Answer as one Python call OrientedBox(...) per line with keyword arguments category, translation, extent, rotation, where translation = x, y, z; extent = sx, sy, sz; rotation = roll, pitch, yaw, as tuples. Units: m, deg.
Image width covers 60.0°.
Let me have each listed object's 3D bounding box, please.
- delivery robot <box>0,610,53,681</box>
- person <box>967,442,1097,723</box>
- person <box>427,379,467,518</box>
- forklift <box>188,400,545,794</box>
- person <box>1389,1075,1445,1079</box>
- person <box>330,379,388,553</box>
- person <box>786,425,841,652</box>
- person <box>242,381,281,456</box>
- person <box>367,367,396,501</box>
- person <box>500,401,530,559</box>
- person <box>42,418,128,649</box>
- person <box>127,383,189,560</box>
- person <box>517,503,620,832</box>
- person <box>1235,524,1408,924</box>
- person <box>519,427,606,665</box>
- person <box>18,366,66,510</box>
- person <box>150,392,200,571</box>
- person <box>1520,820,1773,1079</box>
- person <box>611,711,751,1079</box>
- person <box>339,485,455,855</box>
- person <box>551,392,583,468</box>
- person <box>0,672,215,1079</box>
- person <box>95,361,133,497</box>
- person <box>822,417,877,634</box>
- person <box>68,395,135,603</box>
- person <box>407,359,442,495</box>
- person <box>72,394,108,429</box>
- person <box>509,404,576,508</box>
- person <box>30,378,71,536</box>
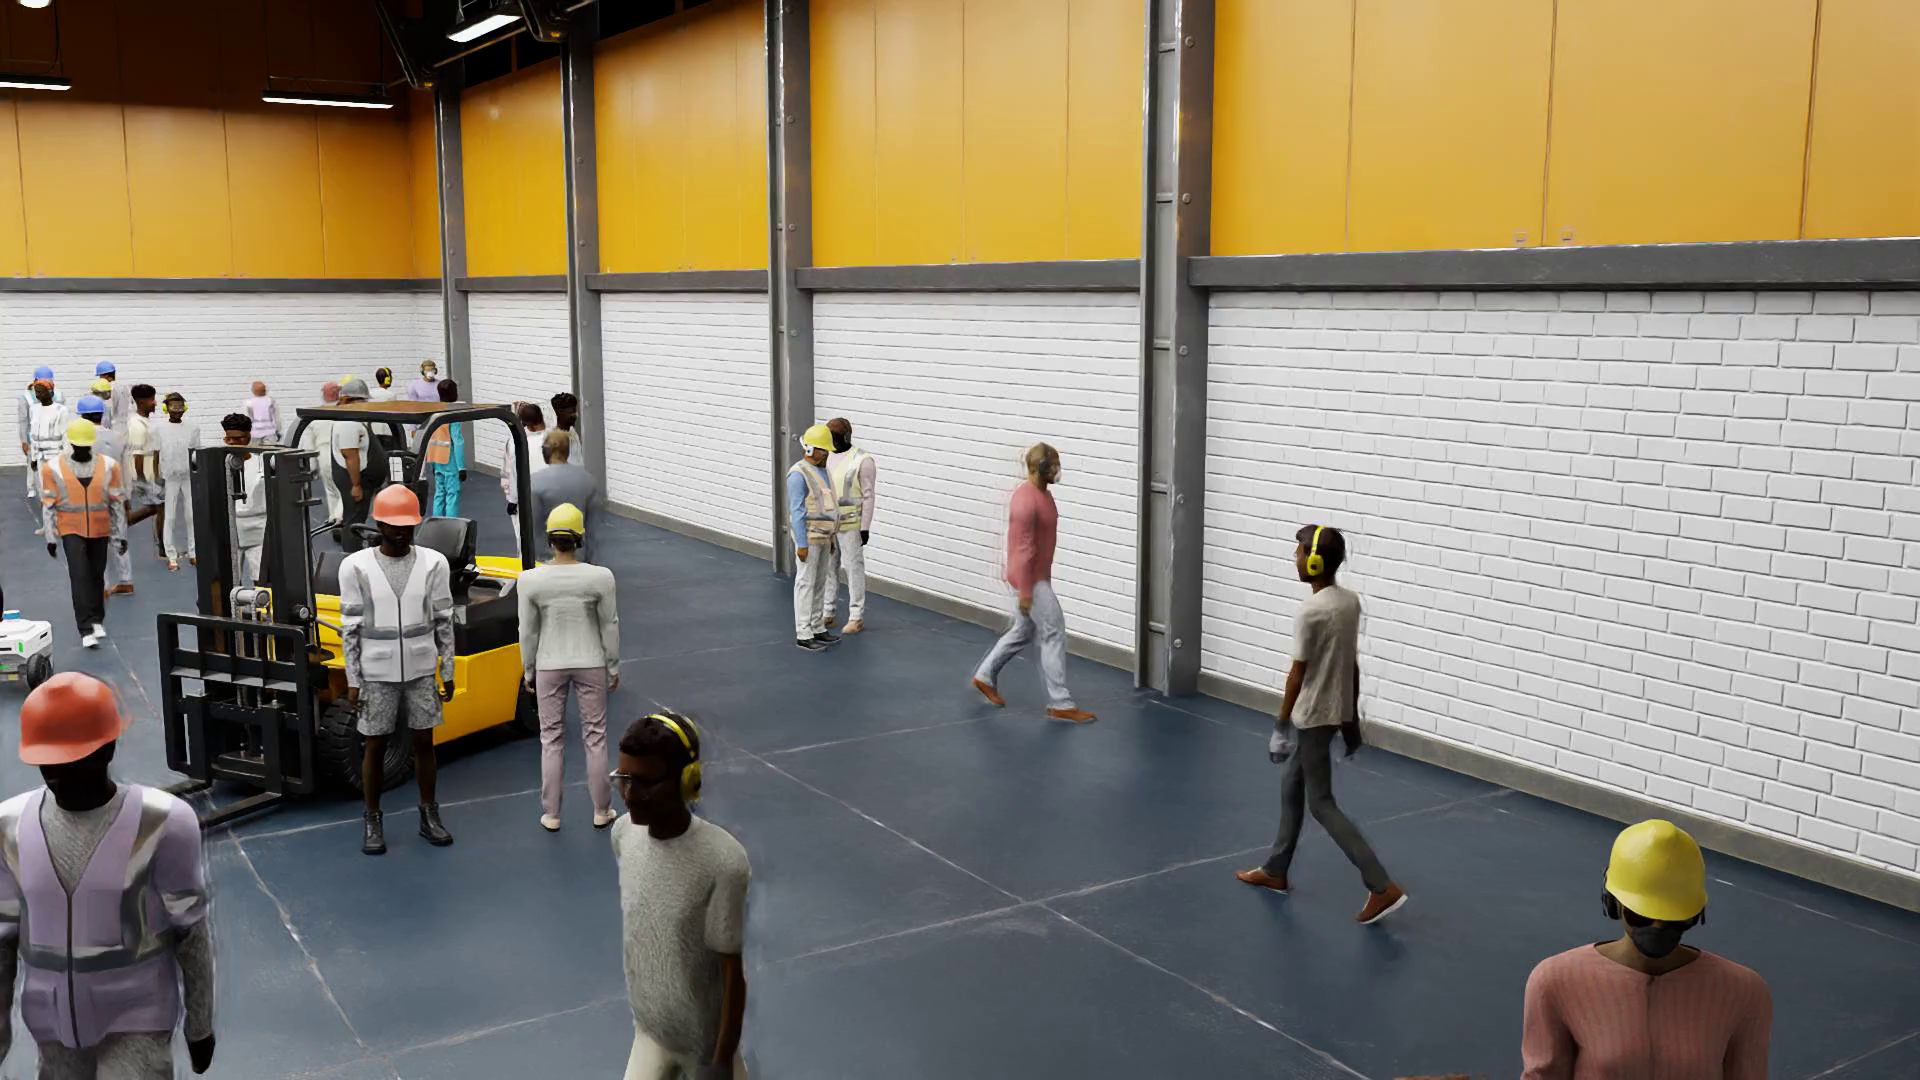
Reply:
OrientedBox(category="delivery robot", translation=(-6.918, 0.758, 12.163), extent=(0.477, 0.478, 0.707), rotation=(-2, 9, -13))
OrientedBox(category="person", translation=(0.458, 0.275, 11.285), extent=(0.945, 1.899, 0.639), rotation=(2, 9, 15))
OrientedBox(category="person", translation=(-5.796, -0.857, 18.790), extent=(0.600, 1.917, 0.376), rotation=(7, 11, 39))
OrientedBox(category="forklift", translation=(-3.529, 0.258, 10.348), extent=(1.214, 2.155, 2.313), rotation=(4, 9, 25))
OrientedBox(category="person", translation=(0.806, 1.669, 2.874), extent=(0.862, 1.593, 0.501), rotation=(0, 8, -1))
OrientedBox(category="person", translation=(-6.019, -0.606, 16.688), extent=(0.536, 2.000, 0.684), rotation=(-3, 9, -22))
OrientedBox(category="person", translation=(-1.169, -0.021, 13.477), extent=(0.403, 1.823, 0.587), rotation=(3, 9, 19))
OrientedBox(category="person", translation=(-10.243, -1.534, 24.430), extent=(0.514, 1.597, 0.861), rotation=(-4, 9, -23))
OrientedBox(category="person", translation=(-7.909, -1.438, 22.876), extent=(0.533, 1.868, 0.310), rotation=(4, 9, 23))
OrientedBox(category="person", translation=(-4.233, -0.427, 16.150), extent=(0.429, 1.844, 0.627), rotation=(1, 9, 9))
OrientedBox(category="person", translation=(-7.158, -0.069, 13.654), extent=(0.593, 1.870, 0.792), rotation=(-7, 11, -39))
OrientedBox(category="person", translation=(-8.792, -0.728, 17.863), extent=(0.751, 1.926, 0.616), rotation=(-3, 9, -22))
OrientedBox(category="person", translation=(-2.088, 0.685, 8.913), extent=(0.525, 1.769, 0.311), rotation=(-2, 9, -11))
OrientedBox(category="person", translation=(1.697, 0.834, 7.715), extent=(0.928, 1.832, 0.535), rotation=(7, 11, 40))
OrientedBox(category="person", translation=(-2.885, 0.128, 12.195), extent=(0.872, 1.916, 0.638), rotation=(6, 10, 33))
OrientedBox(category="person", translation=(-12.016, -1.321, 21.872), extent=(0.584, 1.924, 0.654), rotation=(8, 12, 44))
OrientedBox(category="person", translation=(-8.144, -0.616, 17.356), extent=(0.507, 1.864, 0.329), rotation=(-7, 11, -40))
OrientedBox(category="person", translation=(1.502, 1.464, 3.690), extent=(0.517, 1.757, 0.335), rotation=(1, 9, 10))
OrientedBox(category="person", translation=(-0.747, 1.337, 4.386), extent=(0.519, 1.809, 1.004), rotation=(6, 10, 34))
OrientedBox(category="person", translation=(-2.866, 0.667, 8.532), extent=(0.557, 1.924, 0.429), rotation=(-4, 9, -26))
OrientedBox(category="person", translation=(-3.712, -0.409, 15.608), extent=(0.363, 1.964, 0.612), rotation=(2, 9, 12))
OrientedBox(category="person", translation=(-2.283, 1.284, 4.388), extent=(0.551, 1.916, 0.513), rotation=(0, 8, -2))
OrientedBox(category="person", translation=(-11.816, -1.525, 23.224), extent=(0.401, 1.939, 0.604), rotation=(0, 8, -2))
OrientedBox(category="person", translation=(-1.022, -0.126, 14.142), extent=(0.621, 1.838, 0.429), rotation=(5, 10, 30))
OrientedBox(category="person", translation=(-8.050, -0.386, 15.558), extent=(0.417, 1.936, 0.618), rotation=(3, 9, 22))
OrientedBox(category="person", translation=(-7.573, -1.613, 23.815), extent=(0.632, 1.940, 0.372), rotation=(-6, 10, -36))
OrientedBox(category="person", translation=(-10.896, -1.023, 20.895), extent=(0.280, 1.624, 0.493), rotation=(4, 9, 23))
OrientedBox(category="person", translation=(-3.782, -0.292, 15.138), extent=(0.696, 1.880, 0.366), rotation=(2, 9, 10))
OrientedBox(category="person", translation=(-10.809, -0.980, 19.777), extent=(0.577, 1.879, 0.352), rotation=(3, 9, 20))
